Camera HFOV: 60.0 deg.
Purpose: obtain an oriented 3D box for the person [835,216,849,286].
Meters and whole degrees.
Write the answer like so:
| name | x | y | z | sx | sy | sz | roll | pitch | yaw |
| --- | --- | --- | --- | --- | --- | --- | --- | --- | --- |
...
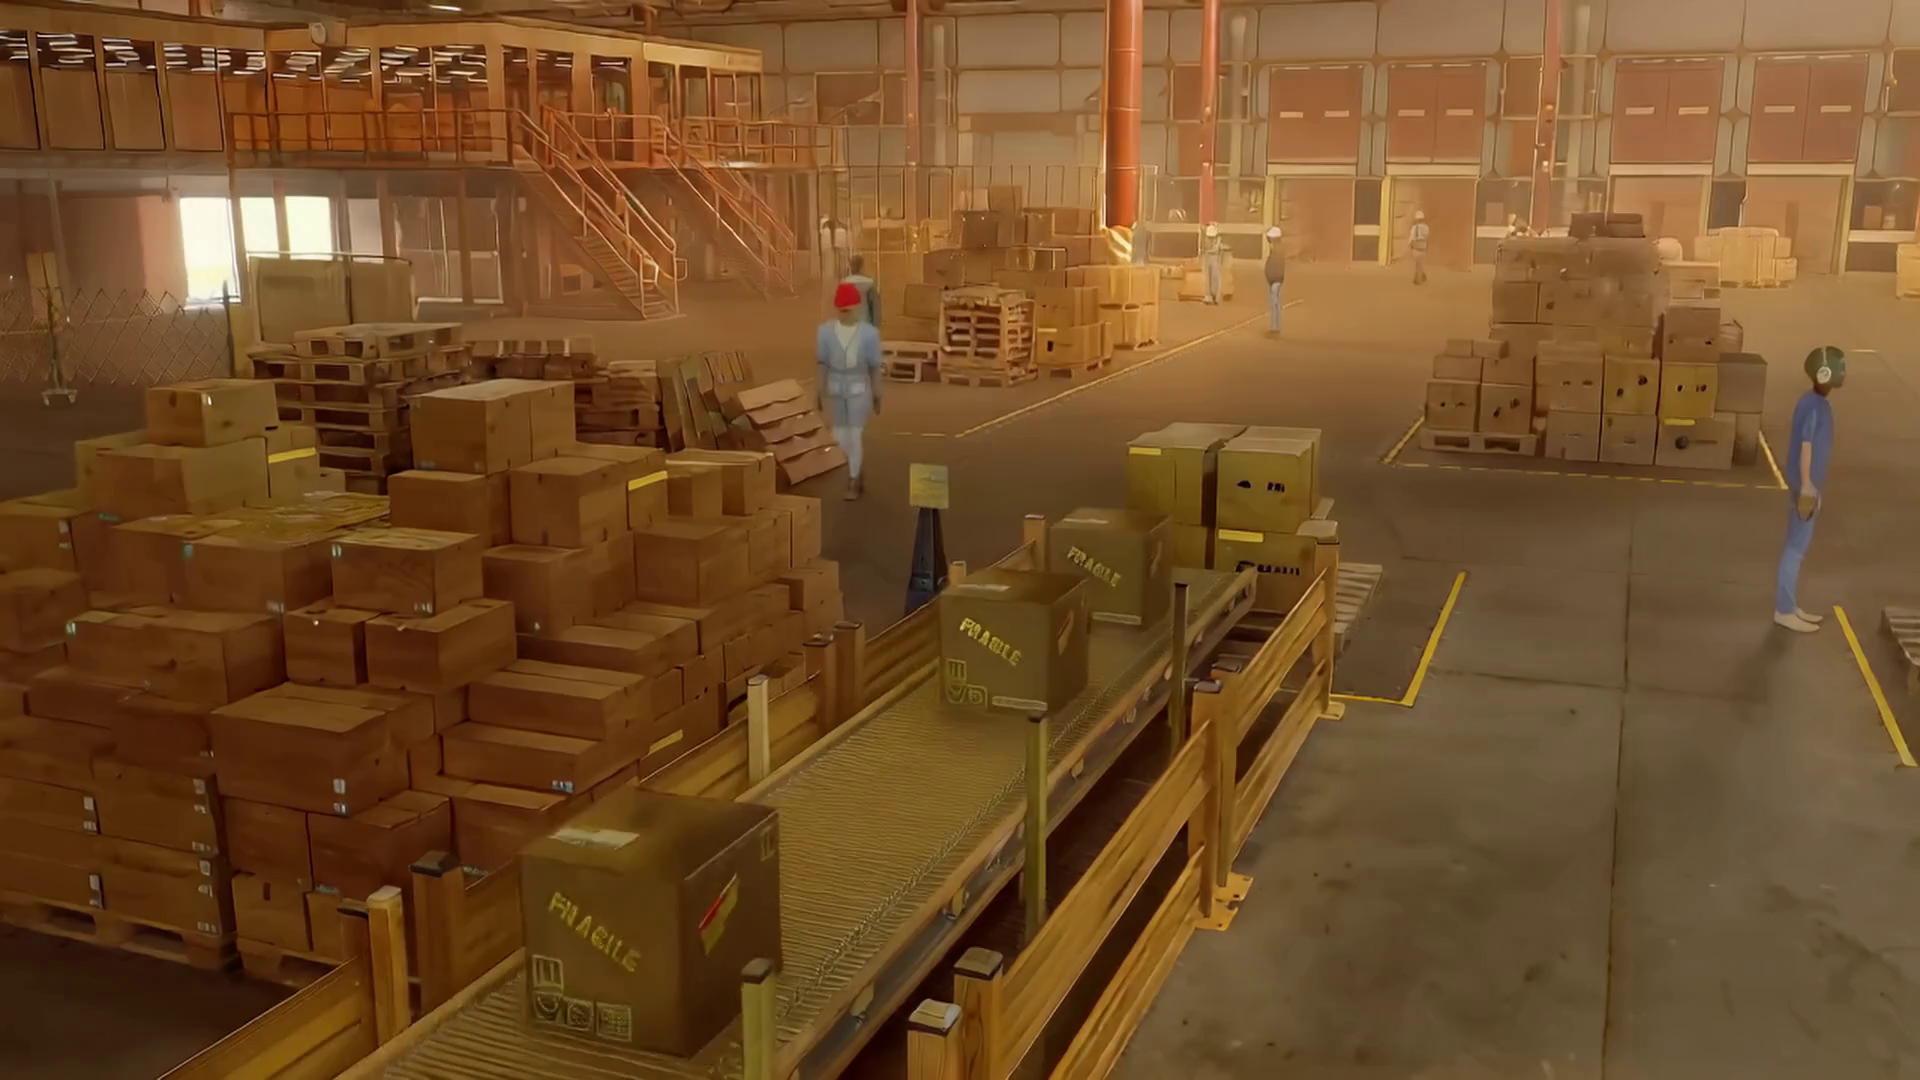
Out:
| name | x | y | z | sx | sy | sz | roll | pitch | yaw |
| --- | --- | --- | --- | --- | --- | --- | --- | --- | --- |
| person | -2.938 | -7.261 | 42.104 | 0.429 | 1.846 | 0.625 | -3 | 13 | -13 |

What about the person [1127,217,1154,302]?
| name | x | y | z | sx | sy | sz | roll | pitch | yaw |
| --- | --- | --- | --- | --- | --- | --- | --- | --- | --- |
| person | 4.154 | -6.460 | 38.292 | 0.633 | 1.938 | 0.356 | 4 | 13 | 17 |

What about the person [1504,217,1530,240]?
| name | x | y | z | sx | sy | sz | roll | pitch | yaw |
| --- | --- | --- | --- | --- | --- | --- | --- | --- | --- |
| person | 12.547 | -6.294 | 37.527 | 0.602 | 1.948 | 0.387 | 0 | 13 | 0 |

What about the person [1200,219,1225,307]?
| name | x | y | z | sx | sy | sz | roll | pitch | yaw |
| --- | --- | --- | --- | --- | --- | --- | --- | --- | --- |
| person | 5.606 | -6.149 | 36.931 | 0.382 | 1.923 | 0.591 | -10 | 16 | -39 |

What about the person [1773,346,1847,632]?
| name | x | y | z | sx | sy | sz | roll | pitch | yaw |
| --- | --- | --- | --- | --- | --- | --- | --- | --- | --- |
| person | 5.633 | -0.342 | 10.995 | 0.324 | 1.876 | 0.526 | 7 | 15 | 30 |

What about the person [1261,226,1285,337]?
| name | x | y | z | sx | sy | sz | roll | pitch | yaw |
| --- | --- | --- | --- | --- | --- | --- | --- | --- | --- |
| person | 5.688 | -4.680 | 30.179 | 0.383 | 1.996 | 0.609 | 2 | 13 | 9 |

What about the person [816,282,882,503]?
| name | x | y | z | sx | sy | sz | roll | pitch | yaw |
| --- | --- | --- | --- | --- | --- | --- | --- | --- | --- |
| person | -1.005 | -1.399 | 15.447 | 0.595 | 2.008 | 0.894 | 3 | 13 | 14 |

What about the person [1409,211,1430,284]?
| name | x | y | z | sx | sy | sz | roll | pitch | yaw |
| --- | --- | --- | --- | --- | --- | --- | --- | --- | --- |
| person | 12.143 | -7.721 | 43.985 | 0.565 | 1.922 | 0.471 | -6 | 14 | -23 |

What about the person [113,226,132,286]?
| name | x | y | z | sx | sy | sz | roll | pitch | yaw |
| --- | --- | --- | --- | --- | --- | --- | --- | --- | --- |
| person | -21.018 | -7.212 | 41.757 | 0.645 | 1.892 | 0.463 | -5 | 13 | -20 |

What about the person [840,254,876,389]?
| name | x | y | z | sx | sy | sz | roll | pitch | yaw |
| --- | --- | --- | --- | --- | --- | --- | --- | --- | --- |
| person | -1.400 | -3.004 | 22.979 | 0.506 | 1.859 | 0.331 | -2 | 13 | -9 |
